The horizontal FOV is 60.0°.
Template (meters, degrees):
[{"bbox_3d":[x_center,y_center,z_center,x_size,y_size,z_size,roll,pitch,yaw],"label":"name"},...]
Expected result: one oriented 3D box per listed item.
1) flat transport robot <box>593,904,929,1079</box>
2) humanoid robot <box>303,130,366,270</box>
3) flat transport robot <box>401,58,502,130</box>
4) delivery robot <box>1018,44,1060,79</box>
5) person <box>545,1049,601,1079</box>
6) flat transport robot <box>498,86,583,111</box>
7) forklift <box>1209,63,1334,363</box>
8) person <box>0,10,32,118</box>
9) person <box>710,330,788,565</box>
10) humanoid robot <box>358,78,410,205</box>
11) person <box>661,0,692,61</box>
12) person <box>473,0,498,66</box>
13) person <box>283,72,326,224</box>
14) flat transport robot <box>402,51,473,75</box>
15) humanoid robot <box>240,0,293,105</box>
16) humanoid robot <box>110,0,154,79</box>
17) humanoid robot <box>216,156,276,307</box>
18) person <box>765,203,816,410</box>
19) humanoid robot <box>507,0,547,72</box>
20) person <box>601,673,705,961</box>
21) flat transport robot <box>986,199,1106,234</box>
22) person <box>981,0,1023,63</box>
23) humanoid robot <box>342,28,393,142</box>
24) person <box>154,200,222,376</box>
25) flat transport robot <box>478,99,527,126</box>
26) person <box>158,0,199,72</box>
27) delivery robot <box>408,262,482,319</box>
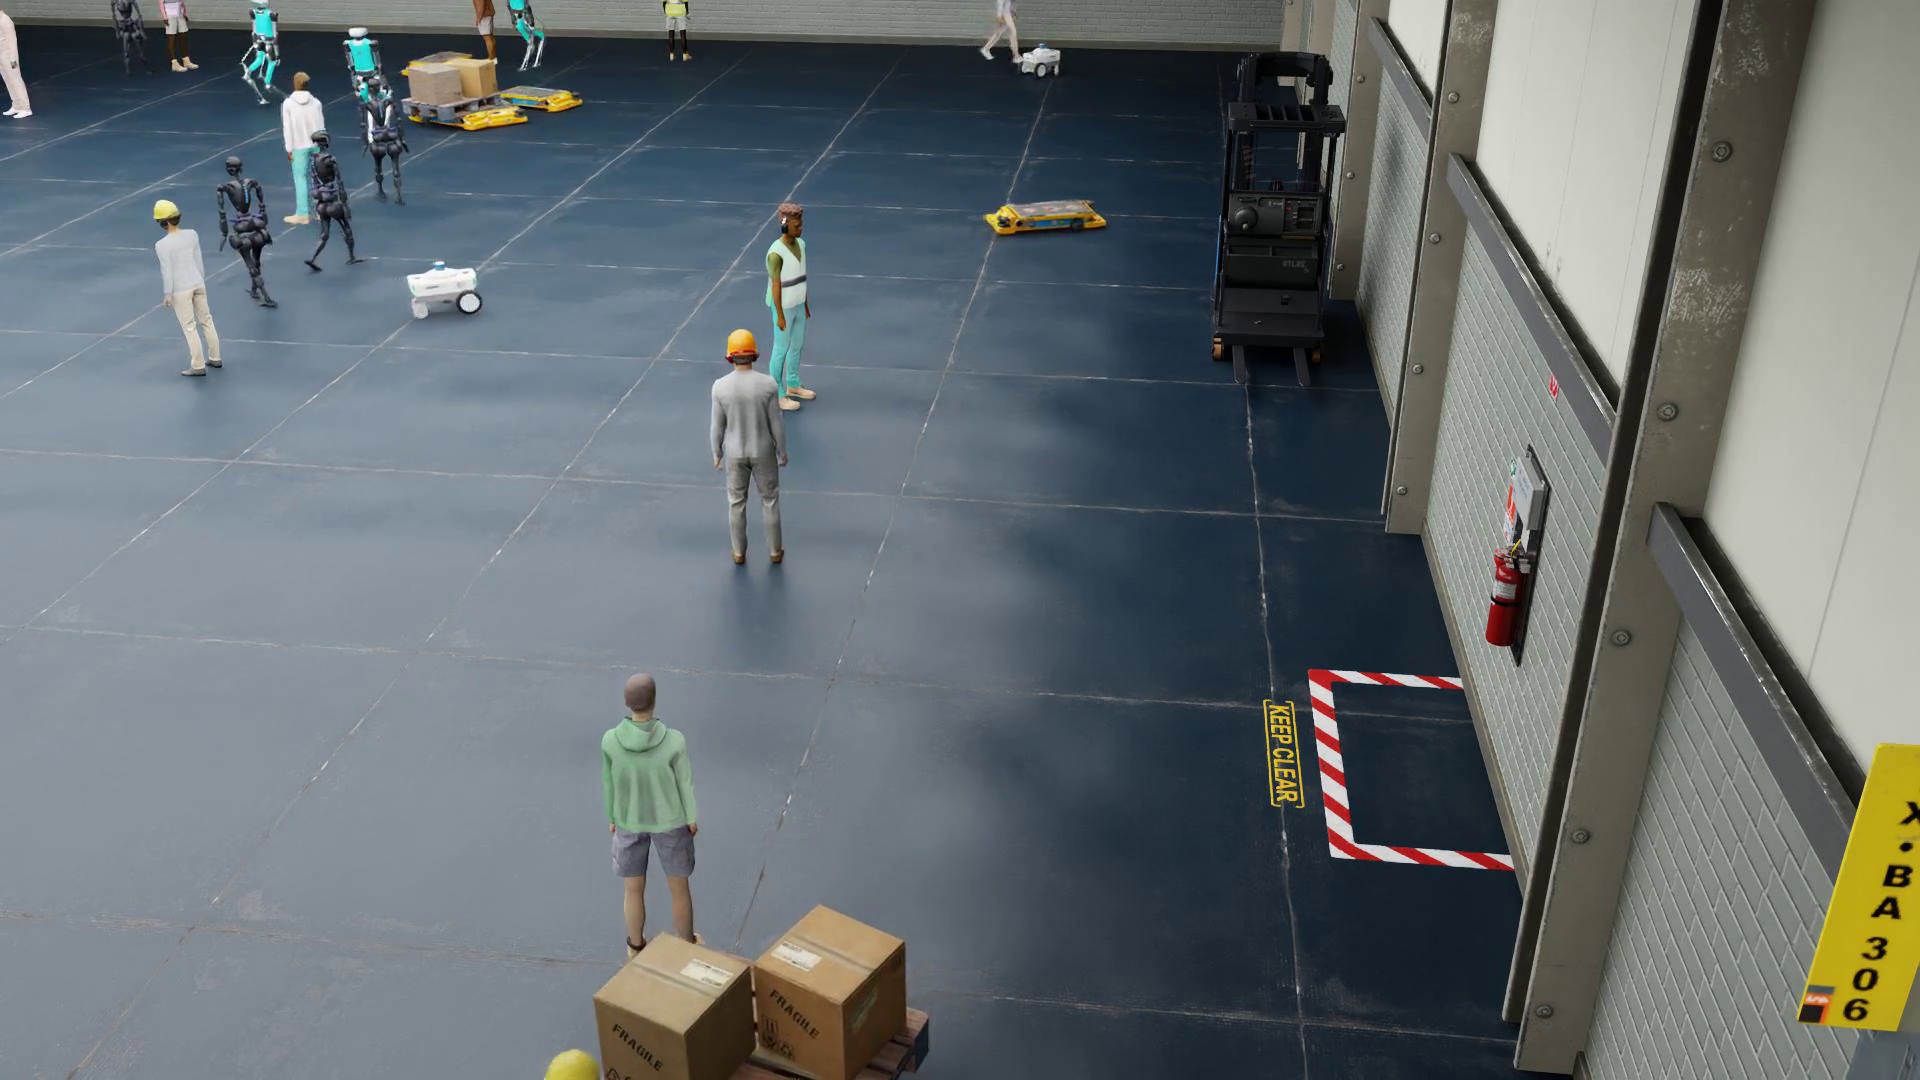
[{"bbox_3d":[-0.872,2.624,7.901,0.659,0.231,1.431,11,29,21],"label":"flat transport robot"},{"bbox_3d":[-7.489,-3.995,19.607,0.593,1.651,0.742,19,32,33],"label":"humanoid robot"},{"bbox_3d":[-8.112,-6.828,26.769,1.431,0.231,0.659,15,30,27],"label":"flat transport robot"},{"bbox_3d":[1.465,-8.682,30.152,0.767,0.596,0.523,-22,34,-37],"label":"delivery robot"},{"bbox_3d":[-1.387,2.692,6.151,0.627,1.729,0.561,-18,32,-32],"label":"person"},{"bbox_3d":[-7.127,-7.413,27.937,1.431,0.231,0.659,12,29,22],"label":"flat transport robot"},{"bbox_3d":[3.241,-3.477,17.183,1.129,2.768,1.873,3,27,6],"label":"forklift"},{"bbox_3d":[-15.466,-7.817,26.916,0.652,1.906,0.411,21,33,35],"label":"person"},{"bbox_3d":[-1.610,-0.696,12.722,0.574,1.887,0.394,-2,27,-3],"label":"person"},{"bbox_3d":[-7.715,-5.341,22.243,0.612,1.631,0.623,-16,31,-29],"label":"humanoid robot"},{"bbox_3d":[-5.334,-9.894,31.294,0.539,1.696,0.316,5,27,10],"label":"person"},{"bbox_3d":[-8.786,-9.712,30.756,0.402,1.856,0.791,0,27,0],"label":"person"},{"bbox_3d":[-8.501,-5.030,21.395,0.755,1.878,0.344,-21,33,-35],"label":"person"},{"bbox_3d":[-9.576,-8.766,30.638,0.659,0.231,1.431,9,28,17],"label":"flat transport robot"},{"bbox_3d":[-11.540,-8.019,27.488,0.546,1.735,0.969,10,28,20],"label":"humanoid robot"},{"bbox_3d":[-14.917,-9.168,29.917,0.608,1.648,0.665,4,27,7],"label":"humanoid robot"},{"bbox_3d":[-7.938,-3.417,18.415,0.698,1.635,0.603,18,32,32],"label":"humanoid robot"},{"bbox_3d":[-1.619,-2.205,15.650,0.401,1.969,0.480,13,29,24],"label":"person"},{"bbox_3d":[-7.897,-9.492,30.465,0.539,1.780,0.803,15,30,27],"label":"humanoid robot"},{"bbox_3d":[-1.590,1.474,8.565,0.471,1.735,0.326,0,27,0],"label":"person"},{"bbox_3d":[1.110,-4.166,21.455,1.431,0.231,0.659,-6,27,-12],"label":"flat transport robot"},{"bbox_3d":[0.839,-9.870,31.088,0.928,1.839,0.530,8,28,15],"label":"person"},{"bbox_3d":[-8.954,-6.926,25.380,0.531,1.810,0.815,0,27,0],"label":"humanoid robot"},{"bbox_3d":[-7.663,-2.489,16.437,0.312,1.767,0.521,9,28,18],"label":"person"},{"bbox_3d":[-7.645,-6.978,27.069,0.659,0.231,1.431,-18,32,-32],"label":"flat transport robot"},{"bbox_3d":[-14.325,-9.611,30.363,0.402,2.035,0.608,9,28,18],"label":"person"},{"bbox_3d":[-5.696,-2.774,18.348,0.785,0.587,0.499,-11,29,-21],"label":"delivery robot"}]
